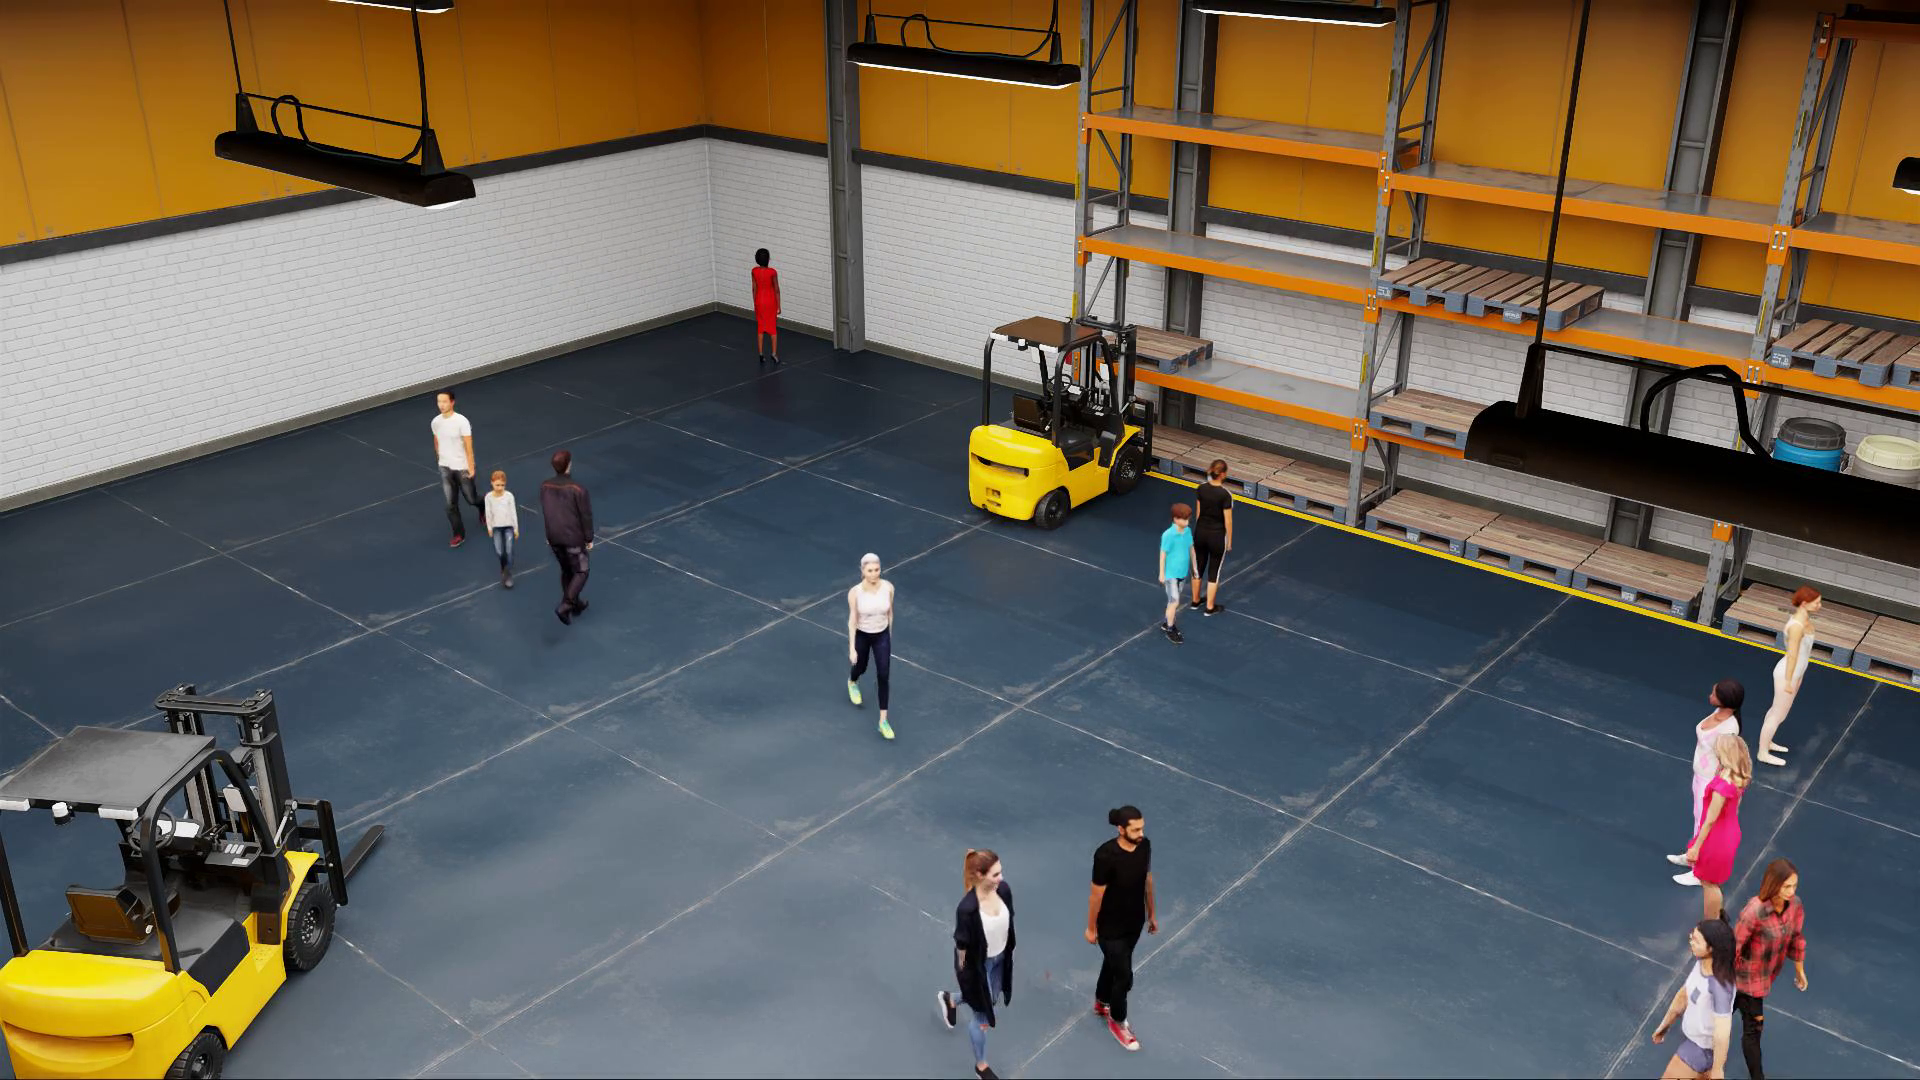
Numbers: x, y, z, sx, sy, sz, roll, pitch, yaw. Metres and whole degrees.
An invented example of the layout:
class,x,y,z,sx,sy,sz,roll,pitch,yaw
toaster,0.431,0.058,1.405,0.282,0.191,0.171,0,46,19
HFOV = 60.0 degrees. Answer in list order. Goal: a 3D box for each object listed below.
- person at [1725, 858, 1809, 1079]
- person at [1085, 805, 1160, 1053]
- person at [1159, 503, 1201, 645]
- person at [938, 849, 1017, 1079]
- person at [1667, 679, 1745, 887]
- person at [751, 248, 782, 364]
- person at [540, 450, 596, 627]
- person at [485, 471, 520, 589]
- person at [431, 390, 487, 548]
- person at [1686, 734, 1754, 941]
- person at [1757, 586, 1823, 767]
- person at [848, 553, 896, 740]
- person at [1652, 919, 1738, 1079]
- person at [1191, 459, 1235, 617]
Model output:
class,x,y,z,sx,sy,sz,roll,pitch,yaw
person,5.040,2.715,10.699,0.870,1.665,1.095,-12,26,-25
person,1.002,2.500,11.087,0.689,1.746,0.777,-20,30,-38
person,2.099,0.275,16.569,0.581,1.434,0.680,-17,29,-34
person,0.094,2.691,10.751,0.699,1.667,0.999,-18,30,-36
person,5.710,1.821,12.644,0.649,1.744,0.653,6,24,13
person,-2.894,-3.488,24.790,0.577,1.744,0.704,5,24,12
person,-3.975,0.016,16.683,1.047,1.817,1.005,7,25,15
person,-4.847,-0.144,17.689,0.598,1.304,0.659,-4,24,-10
person,-5.611,-0.851,18.702,1.065,1.789,1.019,4,24,10
person,5.500,2.182,11.854,0.622,1.715,0.595,19,30,36
person,7.120,1.152,14.301,0.495,1.643,0.551,15,28,31
person,-0.834,0.872,14.915,0.968,1.664,1.247,-9,25,-19
person,4.517,3.021,9.941,1.002,1.710,0.863,4,24,8
person,2.560,-0.037,16.991,0.466,1.668,0.647,20,31,38
